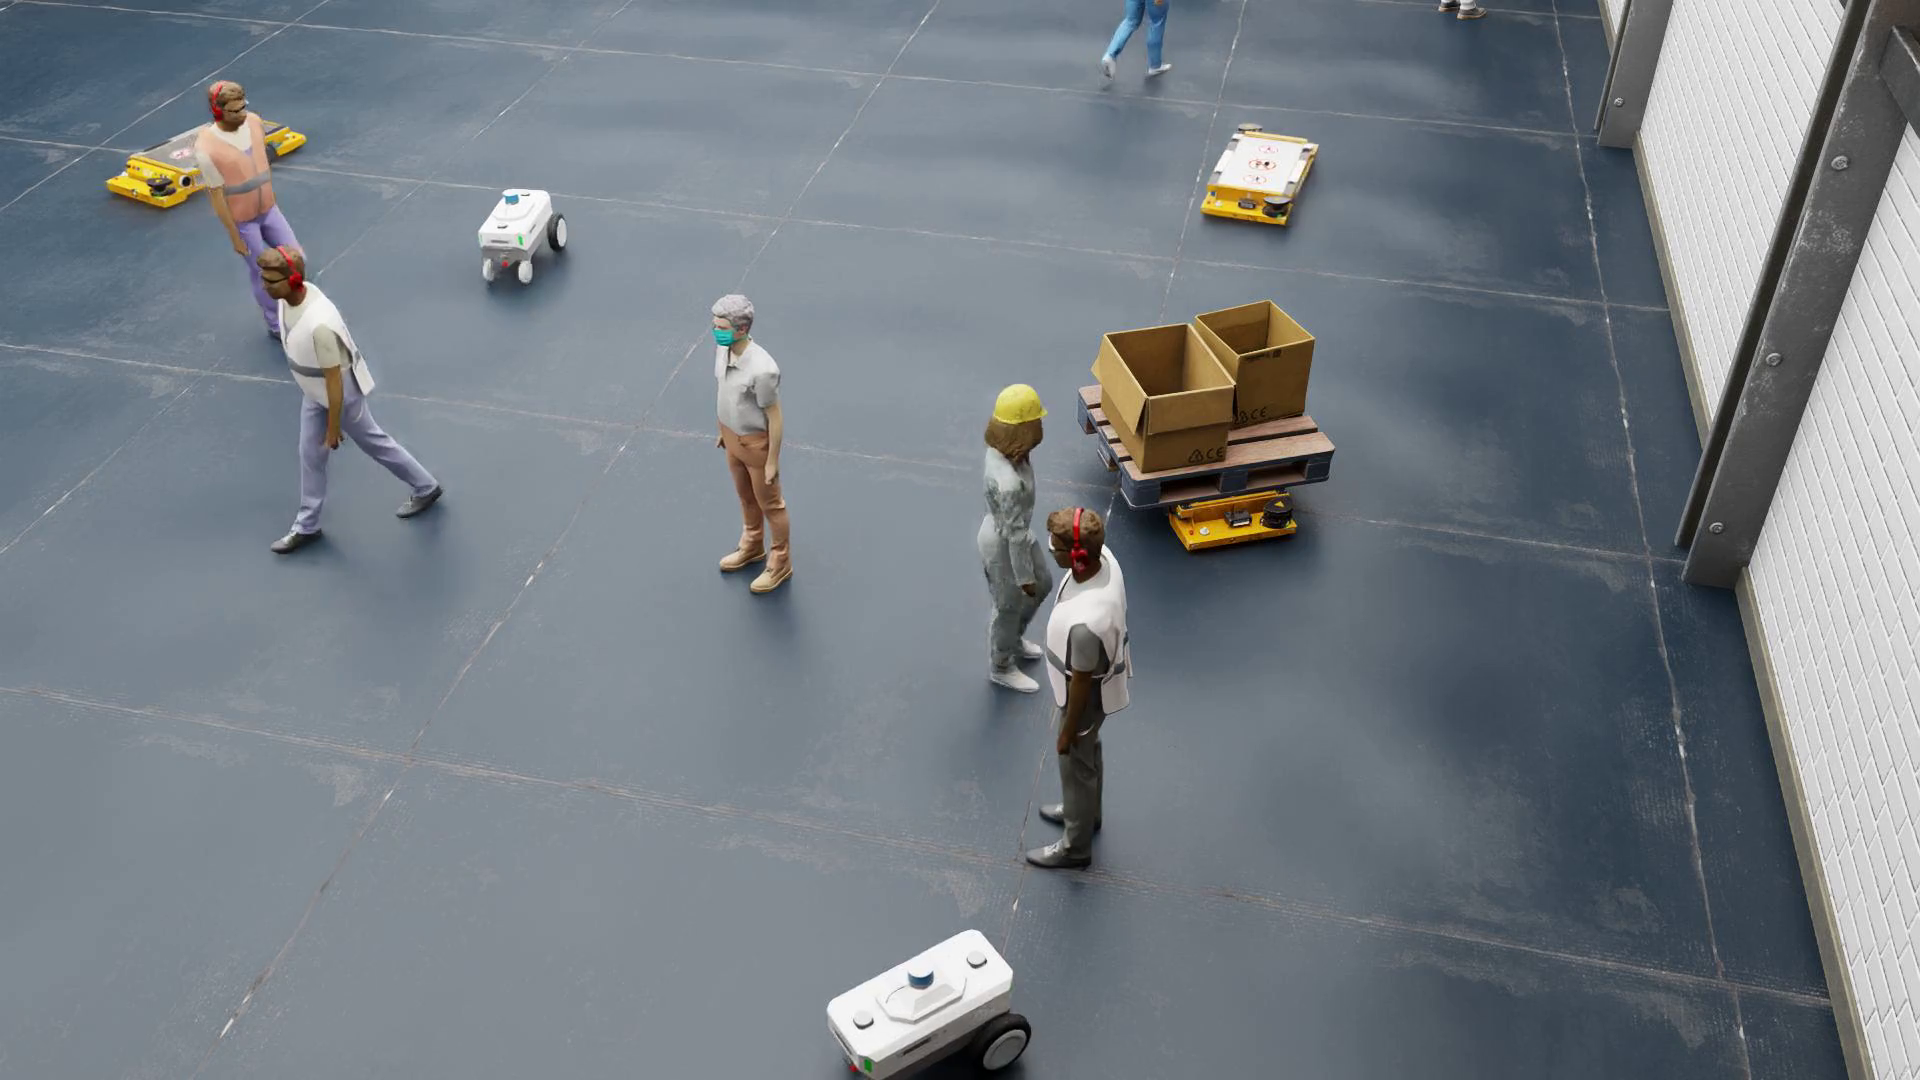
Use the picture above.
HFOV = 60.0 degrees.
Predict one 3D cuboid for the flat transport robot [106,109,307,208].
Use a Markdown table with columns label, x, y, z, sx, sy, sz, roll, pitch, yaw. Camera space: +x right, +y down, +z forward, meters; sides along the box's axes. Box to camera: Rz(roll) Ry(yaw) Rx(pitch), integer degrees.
| label | x | y | z | sx | sy | sz | roll | pitch | yaw |
| --- | --- | --- | --- | --- | --- | --- | --- | --- | --- |
| flat transport robot | -6.029 | -3.072 | 13.329 | 0.659 | 0.231 | 1.431 | 19 | 41 | 23 |

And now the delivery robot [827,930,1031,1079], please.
| label | x | y | z | sx | sy | sz | roll | pitch | yaw |
| --- | --- | --- | --- | --- | --- | --- | --- | --- | --- |
| delivery robot | -0.128 | 1.846 | 6.525 | 0.785 | 0.613 | 0.525 | -22 | 42 | -26 |

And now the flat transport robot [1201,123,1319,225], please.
| label | x | y | z | sx | sy | sz | roll | pitch | yaw |
| --- | --- | --- | --- | --- | --- | --- | --- | --- | --- |
| flat transport robot | 2.375 | -2.883 | 13.077 | 0.659 | 0.231 | 1.431 | 12 | 38 | 16 |

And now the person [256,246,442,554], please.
| label | x | y | z | sx | sy | sz | roll | pitch | yaw |
| --- | --- | --- | --- | --- | --- | --- | --- | --- | --- |
| person | -3.398 | -0.792 | 9.010 | 0.979 | 1.789 | 0.583 | -28 | 45 | -32 |

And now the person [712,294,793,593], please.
| label | x | y | z | sx | sy | sz | roll | pitch | yaw |
| --- | --- | --- | --- | --- | --- | --- | --- | --- | --- |
| person | -1.096 | -0.505 | 8.660 | 0.320 | 1.746 | 0.474 | -27 | 45 | -31 |

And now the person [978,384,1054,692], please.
| label | x | y | z | sx | sy | sz | roll | pitch | yaw |
| --- | --- | --- | --- | --- | --- | --- | --- | --- | --- |
| person | 0.291 | 0.034 | 7.958 | 0.404 | 1.722 | 0.523 | 7 | 37 | 9 |

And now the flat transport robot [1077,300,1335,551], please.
| label | x | y | z | sx | sy | sz | roll | pitch | yaw |
| --- | --- | --- | --- | --- | --- | --- | --- | --- | --- |
| flat transport robot | 1.396 | -0.455 | 9.828 | 0.659 | 0.231 | 1.431 | -9 | 38 | -12 |

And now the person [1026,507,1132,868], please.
| label | x | y | z | sx | sy | sz | roll | pitch | yaw |
| --- | --- | --- | --- | --- | --- | --- | --- | --- | --- |
| person | 0.523 | 0.638 | 7.062 | 0.406 | 1.834 | 0.562 | 5 | 37 | 7 |

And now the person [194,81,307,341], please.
| label | x | y | z | sx | sy | sz | roll | pitch | yaw |
| --- | --- | --- | --- | --- | --- | --- | --- | --- | --- |
| person | -4.560 | -2.085 | 10.710 | 0.451 | 1.824 | 0.569 | 14 | 39 | 18 |

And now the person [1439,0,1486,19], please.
| label | x | y | z | sx | sy | sz | roll | pitch | yaw |
| --- | --- | --- | --- | --- | --- | --- | --- | --- | --- |
| person | 4.906 | -5.936 | 15.815 | 0.356 | 1.882 | 0.573 | -19 | 41 | -24 |

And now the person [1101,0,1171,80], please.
| label | x | y | z | sx | sy | sz | roll | pitch | yaw |
| --- | --- | --- | --- | --- | --- | --- | --- | --- | --- |
| person | 1.585 | -4.847 | 14.505 | 0.723 | 1.702 | 0.497 | -30 | 46 | -34 |

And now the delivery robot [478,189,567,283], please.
| label | x | y | z | sx | sy | sz | roll | pitch | yaw |
| --- | --- | --- | --- | --- | --- | --- | --- | --- | --- |
| delivery robot | -3.183 | -2.241 | 11.954 | 0.499 | 0.565 | 0.746 | 3 | 37 | 5 |
